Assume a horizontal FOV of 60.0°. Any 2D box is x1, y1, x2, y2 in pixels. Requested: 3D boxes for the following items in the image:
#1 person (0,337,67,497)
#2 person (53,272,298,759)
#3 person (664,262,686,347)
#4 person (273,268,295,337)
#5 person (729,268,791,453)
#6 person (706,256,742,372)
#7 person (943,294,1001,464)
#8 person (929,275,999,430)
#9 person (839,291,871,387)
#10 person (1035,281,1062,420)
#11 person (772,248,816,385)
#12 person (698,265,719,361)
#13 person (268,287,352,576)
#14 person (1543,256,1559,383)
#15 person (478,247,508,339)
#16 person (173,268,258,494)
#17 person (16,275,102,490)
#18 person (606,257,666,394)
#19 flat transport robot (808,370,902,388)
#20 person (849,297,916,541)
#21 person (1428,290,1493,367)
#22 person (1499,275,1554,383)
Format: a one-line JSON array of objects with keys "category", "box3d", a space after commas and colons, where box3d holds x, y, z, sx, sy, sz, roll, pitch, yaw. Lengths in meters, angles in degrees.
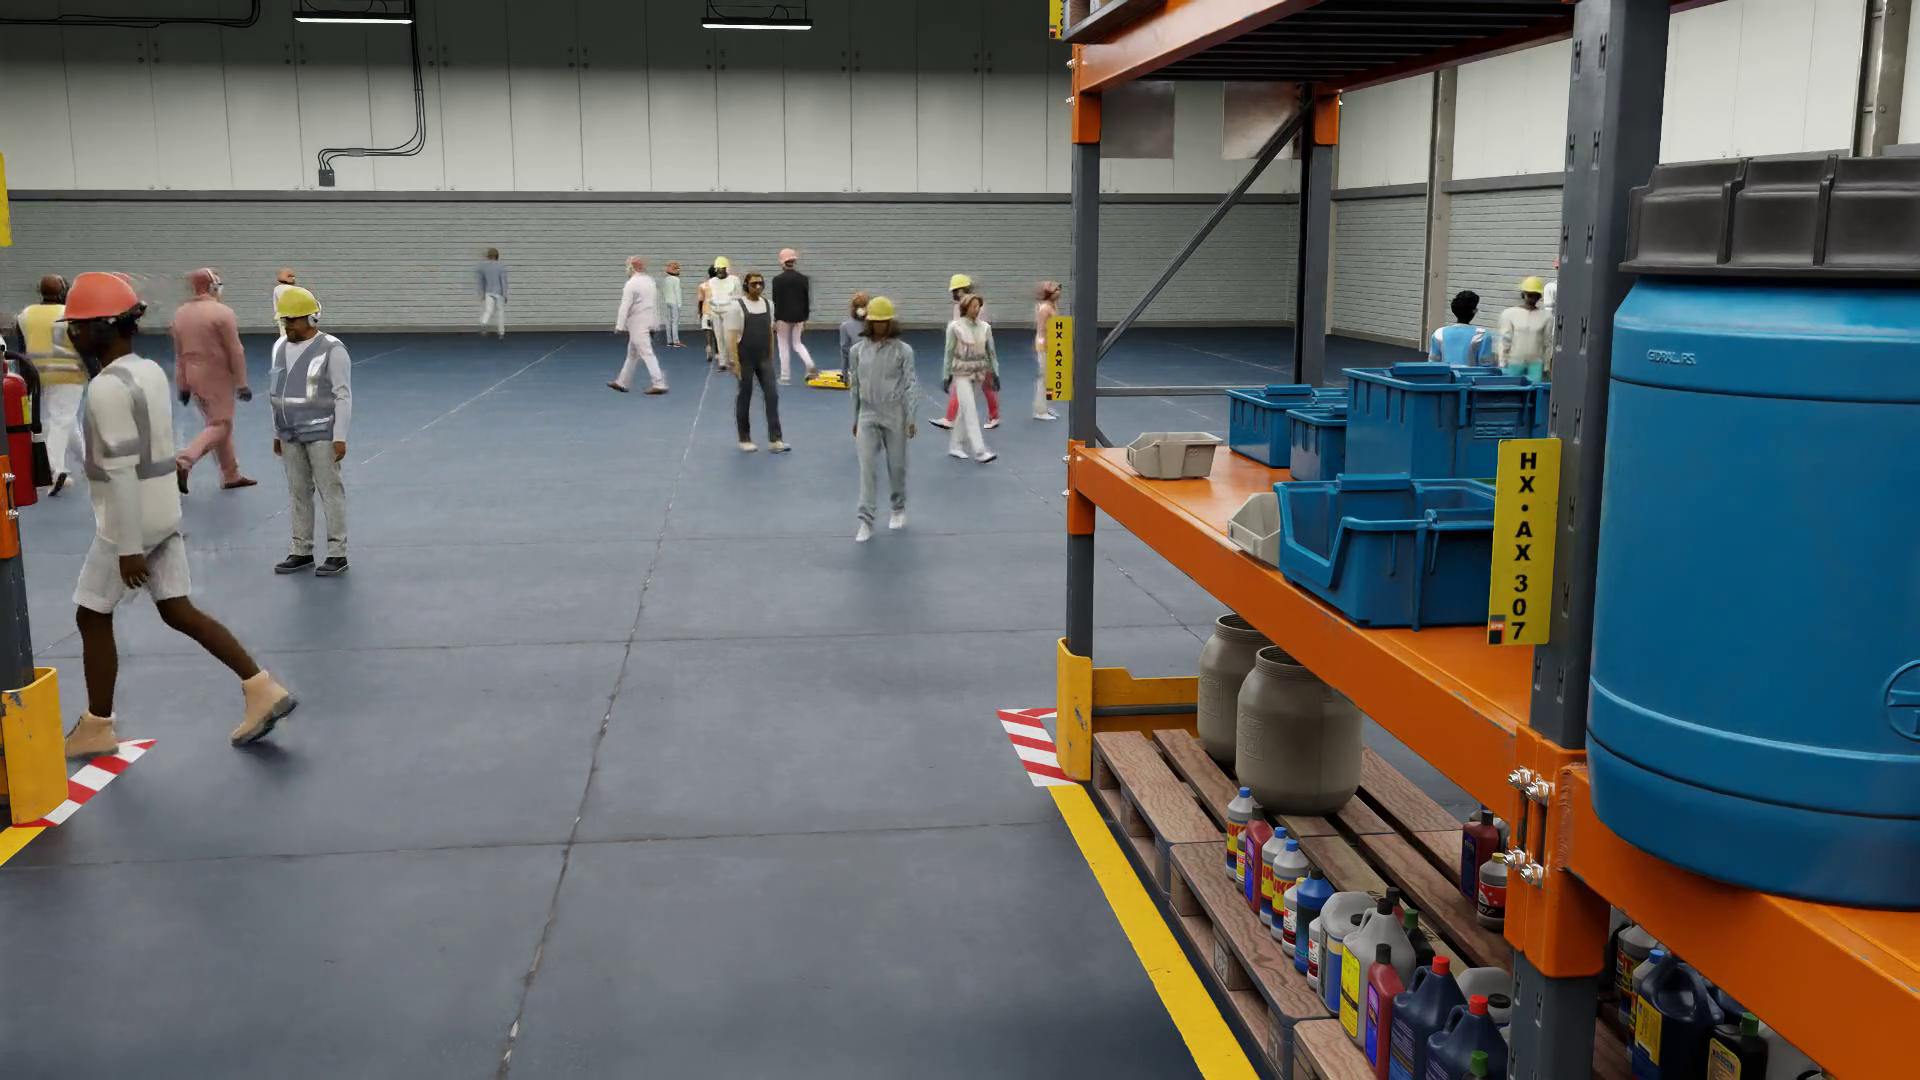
[{"category": "person", "box3d": [-7.752, -1.109, 13.475, 0.800, 1.596, 0.545, -1, 10, -8]}, {"category": "person", "box3d": [-3.280, -0.087, 6.793, 0.987, 2.008, 0.625, -1, 10, -6]}, {"category": "person", "box3d": [-5.584, -4.592, 32.459, 0.285, 1.633, 0.501, -8, 13, -39]}, {"category": "person", "box3d": [-10.612, -3.468, 26.300, 0.507, 1.632, 0.267, 5, 11, 25]}, {"category": "person", "box3d": [-1.970, -1.744, 16.348, 0.528, 1.812, 0.815, -7, 13, -34]}, {"category": "person", "box3d": [-3.732, -3.551, 26.233, 0.617, 1.822, 0.426, 3, 11, 18]}, {"category": "person", "box3d": [0.126, -1.529, 15.761, 0.538, 1.585, 0.851, -8, 13, -36]}, {"category": "person", "box3d": [0.084, -2.058, 18.338, 0.906, 1.701, 0.636, -7, 13, -35]}, {"category": "person", "box3d": [-0.956, -1.694, 16.675, 0.498, 1.604, 0.792, -2, 10, -10]}, {"category": "person", "box3d": [1.061, -2.194, 19.339, 0.414, 1.618, 0.533, 3, 11, 15]}, {"category": "person", "box3d": [-2.397, -3.190, 23.839, 0.628, 1.974, 0.674, -9, 14, -40]}, {"category": "person", "box3d": [-4.236, -3.899, 28.587, 0.530, 1.668, 0.786, -1, 10, -3]}, {"category": "person", "box3d": [-4.123, -0.683, 10.515, 0.588, 1.823, 0.403, 4, 11, 21]}, {"category": "person", "box3d": [7.420, -2.563, 20.513, 0.550, 1.933, 0.375, -1, 10, -3]}, {"category": "person", "box3d": [-9.750, -5.140, 34.701, 0.633, 1.918, 0.779, 2, 11, 12]}, {"category": "person", "box3d": [-6.285, -1.317, 13.848, 0.629, 1.878, 0.834, 6, 12, 31]}, {"category": "person", "box3d": [-7.655, -1.371, 14.336, 0.659, 1.799, 0.918, 3, 11, 15]}, {"category": "person", "box3d": [-4.422, -2.910, 22.627, 0.997, 1.852, 0.657, 3, 11, 16]}, {"category": "flat transport robot", "box3d": [-1.482, -2.350, 23.910, 0.652, 0.197, 1.431, 7, 12, 33]}, {"category": "person", "box3d": [-0.551, -0.870, 11.941, 0.500, 1.731, 0.786, 2, 10, 8]}, {"category": "person", "box3d": [4.104, -1.196, 13.671, 0.536, 1.696, 0.322, 8, 13, 37]}, {"category": "person", "box3d": [5.718, -1.806, 16.859, 0.537, 1.748, 0.608, 2, 10, 8]}]
